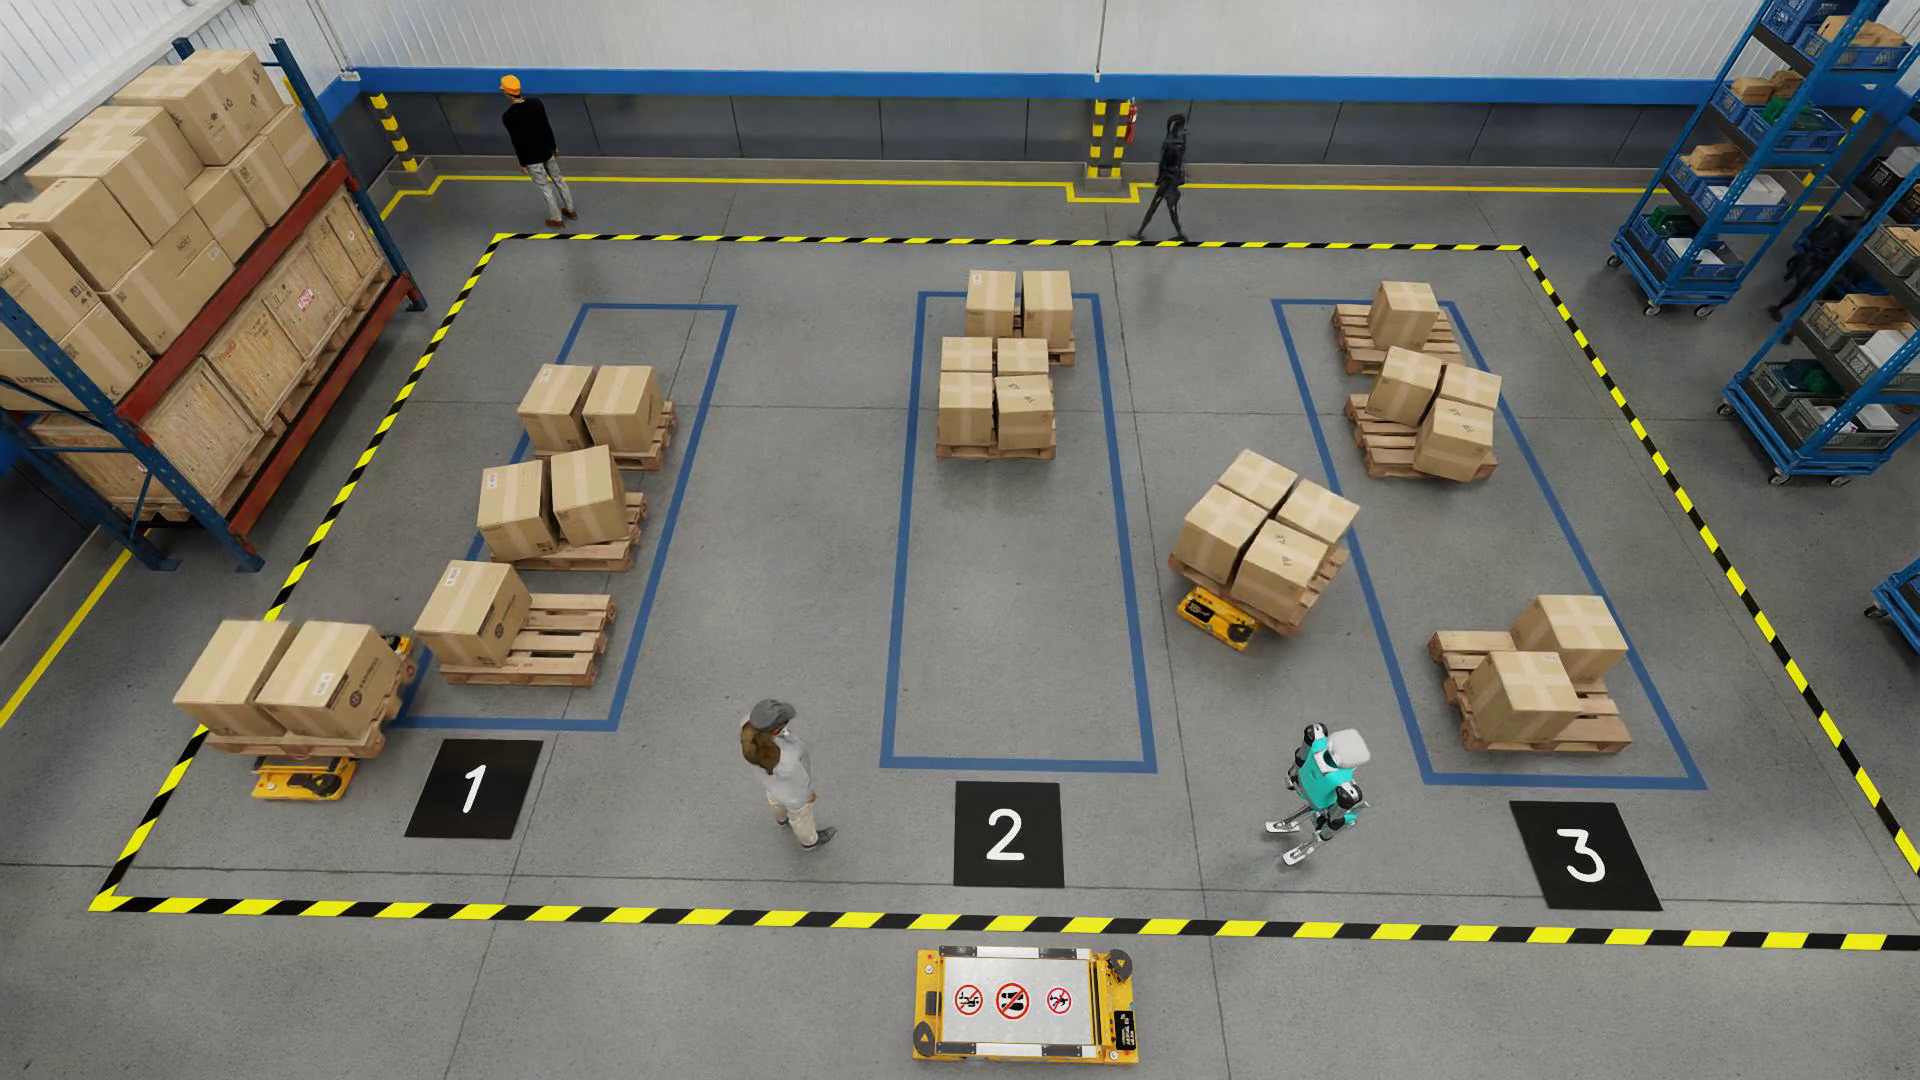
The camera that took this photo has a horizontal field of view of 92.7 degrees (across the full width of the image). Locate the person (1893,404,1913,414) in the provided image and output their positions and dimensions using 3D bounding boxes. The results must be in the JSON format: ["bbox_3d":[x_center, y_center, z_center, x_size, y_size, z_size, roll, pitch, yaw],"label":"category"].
[{"bbox_3d":[10.205,-2.090,9.112,0.635,1.939,0.365,-7,51,-6],"label":"person"}]

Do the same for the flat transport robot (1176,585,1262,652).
[{"bbox_3d":[2.604,0.314,8.212,0.652,0.197,1.431,33,58,24],"label":"flat transport robot"}]

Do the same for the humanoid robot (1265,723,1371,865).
[{"bbox_3d":[2.506,1.683,6.081,0.735,1.675,0.533,-11,52,-9],"label":"humanoid robot"}]

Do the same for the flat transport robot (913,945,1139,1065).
[{"bbox_3d":[0.422,3.041,6.007,1.431,0.231,0.659,1,51,1],"label":"flat transport robot"}]

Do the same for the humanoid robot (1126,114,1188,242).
[{"bbox_3d":[2.524,-4.335,11.143,0.786,1.628,0.610,-7,51,-6],"label":"humanoid robot"}]

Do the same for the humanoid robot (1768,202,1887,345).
[{"bbox_3d":[9.473,-2.965,10.017,0.584,1.621,0.738,19,53,15],"label":"humanoid robot"}]

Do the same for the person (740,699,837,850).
[{"bbox_3d":[-1.195,1.604,6.213,0.563,1.763,0.403,37,60,26],"label":"person"}]

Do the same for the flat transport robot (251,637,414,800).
[{"bbox_3d":[-5.028,1.369,7.352,0.652,0.197,1.431,1,51,1],"label":"flat transport robot"}]

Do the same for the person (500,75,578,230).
[{"bbox_3d":[-5.234,-4.777,11.339,0.381,1.881,0.590,24,55,19],"label":"person"}]
